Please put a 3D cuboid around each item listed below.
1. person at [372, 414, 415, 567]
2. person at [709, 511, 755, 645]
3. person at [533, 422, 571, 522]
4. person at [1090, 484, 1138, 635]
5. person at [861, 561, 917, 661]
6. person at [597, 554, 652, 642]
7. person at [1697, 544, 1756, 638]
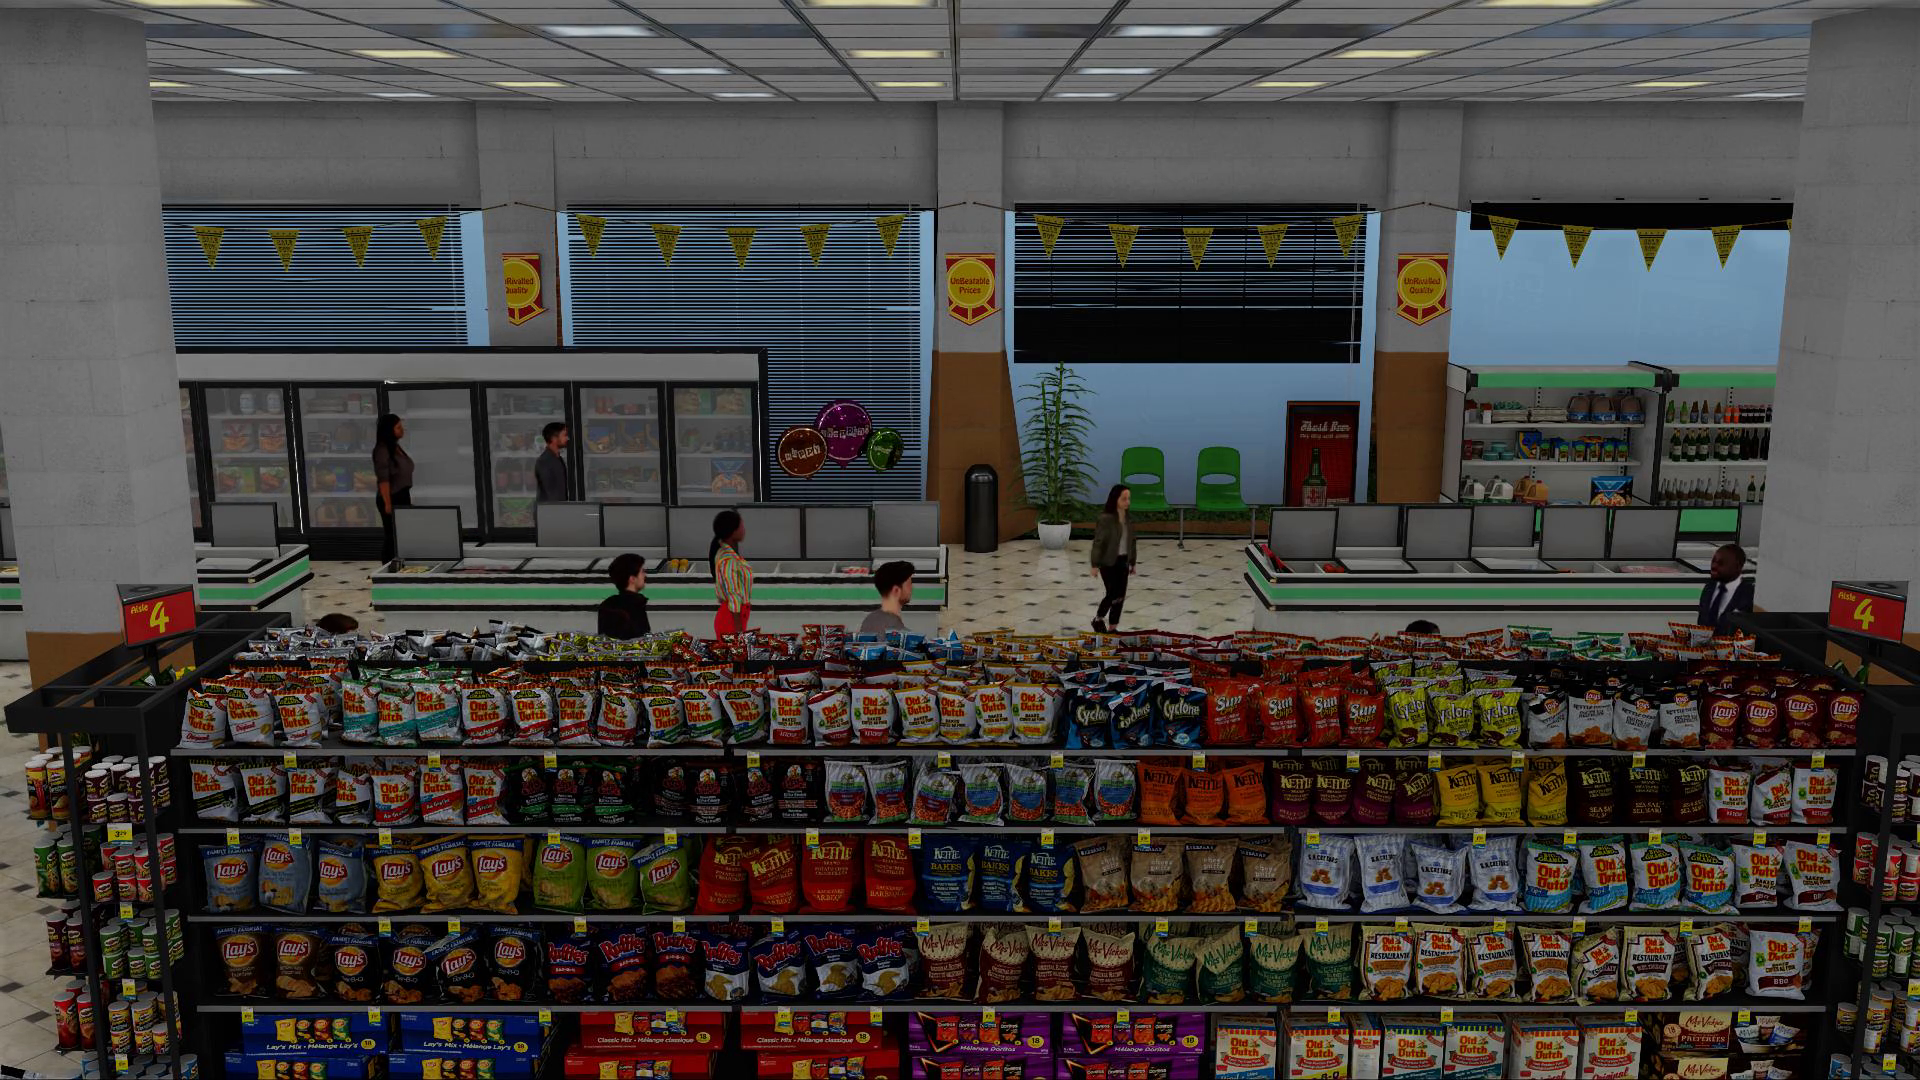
[{"bbox_3d":[-5.748,-0.362,16.837,0.576,1.839,0.633,0,12,-1],"label":"person"},{"bbox_3d":[-1.658,0.666,12.064,0.628,1.794,0.652,-4,12,-17],"label":"person"},{"bbox_3d":[-4.031,-0.182,16.051,1.146,1.812,0.681,0,12,0],"label":"person"},{"bbox_3d":[1.344,0.211,15.031,0.708,1.462,0.794,-9,15,-36],"label":"person"},{"bbox_3d":[-0.492,1.081,9.884,0.982,1.880,0.840,-3,12,-15],"label":"person"},{"bbox_3d":[-2.160,1.011,10.405,1.216,1.802,1.060,-7,14,-29],"label":"person"},{"bbox_3d":[5.036,0.915,10.847,0.958,1.808,0.864,-5,13,-22],"label":"person"}]
